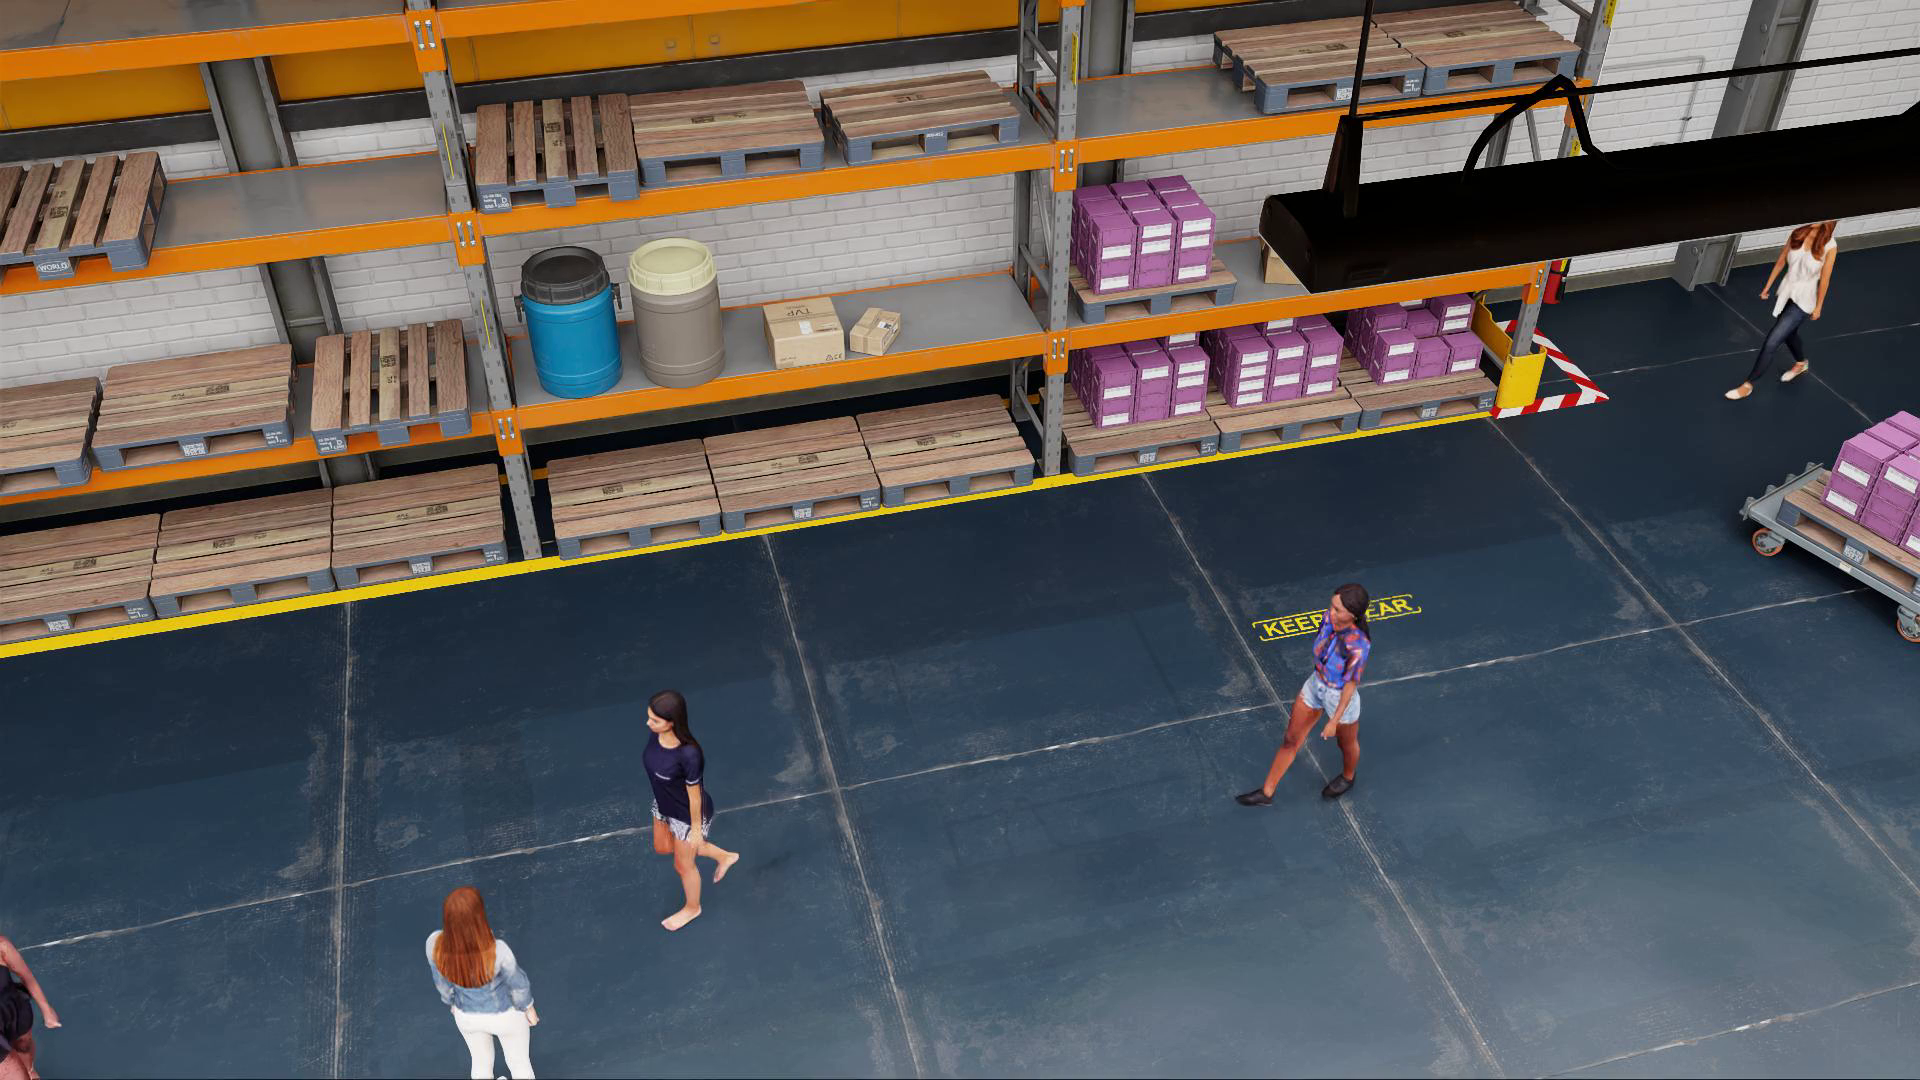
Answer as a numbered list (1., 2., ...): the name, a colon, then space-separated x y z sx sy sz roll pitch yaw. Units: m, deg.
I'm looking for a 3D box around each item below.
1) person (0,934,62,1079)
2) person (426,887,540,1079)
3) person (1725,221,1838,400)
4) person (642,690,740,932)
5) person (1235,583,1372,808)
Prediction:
1. person: -4.739 2.319 8.108 0.999 1.740 1.009 31 48 33
2. person: -2.312 2.314 8.146 0.589 1.701 0.746 5 39 6
3. person: 6.822 -1.950 13.448 1.131 1.747 0.701 -14 41 -16
4. person: -1.465 1.450 9.183 0.853 1.756 0.727 -23 44 -26
5. person: 2.291 0.933 9.873 1.109 1.704 0.738 -18 42 -21
